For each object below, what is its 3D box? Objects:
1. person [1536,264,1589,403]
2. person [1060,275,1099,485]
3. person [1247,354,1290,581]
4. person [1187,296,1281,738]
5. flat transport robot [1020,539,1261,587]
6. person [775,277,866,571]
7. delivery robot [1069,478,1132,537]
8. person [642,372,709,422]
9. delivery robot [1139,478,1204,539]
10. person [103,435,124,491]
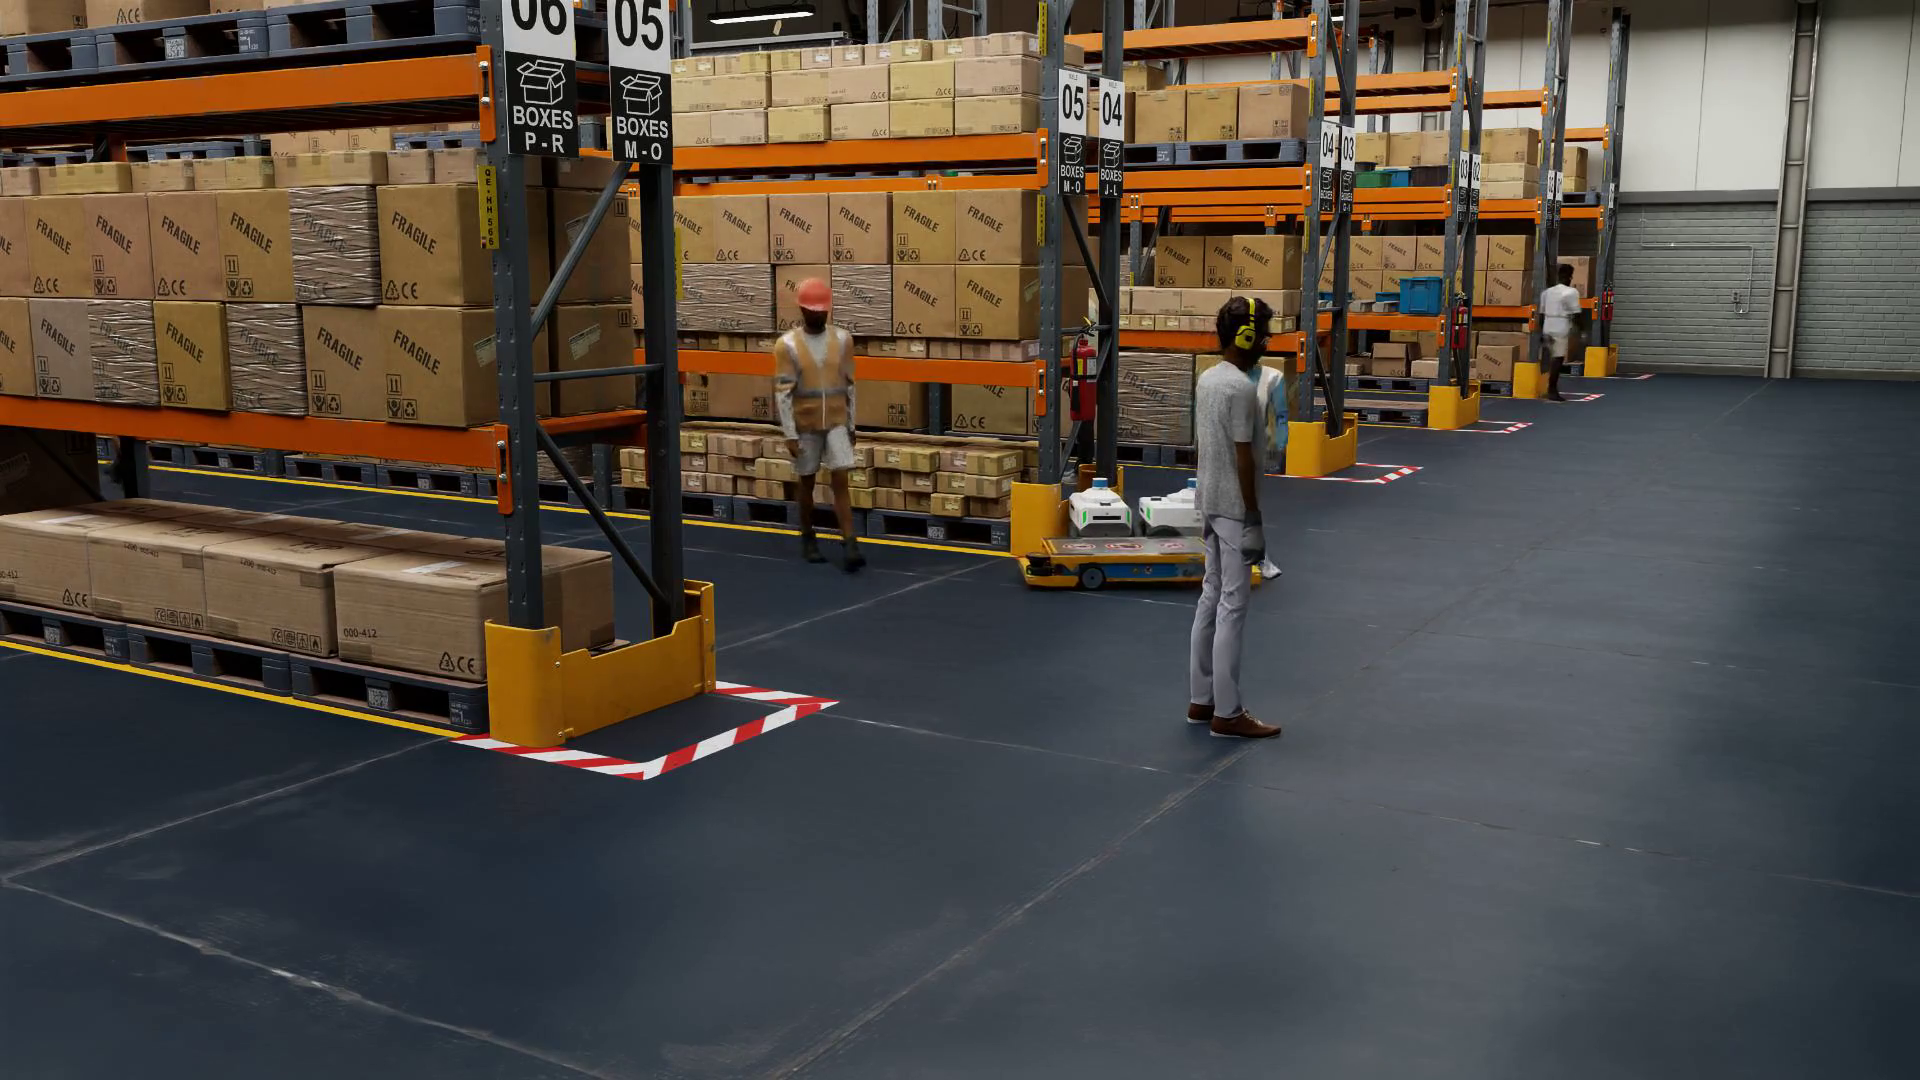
[{"bbox_3d":[8.340,-2.859,23.059,0.578,1.918,0.750,-3,10,-20],"label":"person"},{"bbox_3d":[1.051,-1.478,14.789,0.386,1.989,0.608,1,10,8],"label":"person"},{"bbox_3d":[1.784,-0.543,10.457,0.483,1.584,0.775,-3,10,-15],"label":"person"},{"bbox_3d":[1.163,-0.097,7.070,0.328,1.865,0.521,-2,10,-14],"label":"person"},{"bbox_3d":[1.109,0.129,10.402,1.431,0.197,0.652,0,10,-2],"label":"flat transport robot"},{"bbox_3d":[-0.893,-0.733,10.707,0.555,1.890,0.916,-3,10,-18],"label":"person"},{"bbox_3d":[0.927,-0.172,11.059,0.477,0.478,0.707,-1,10,-3],"label":"delivery robot"},{"bbox_3d":[-2.589,-1.597,15.465,1.012,1.991,0.634,7,12,35],"label":"person"},{"bbox_3d":[1.557,-0.167,11.032,0.707,0.478,0.477,0,10,-1],"label":"delivery robot"},{"bbox_3d":[-7.398,-1.377,14.490,0.569,1.882,0.976,-9,14,-44],"label":"person"}]
